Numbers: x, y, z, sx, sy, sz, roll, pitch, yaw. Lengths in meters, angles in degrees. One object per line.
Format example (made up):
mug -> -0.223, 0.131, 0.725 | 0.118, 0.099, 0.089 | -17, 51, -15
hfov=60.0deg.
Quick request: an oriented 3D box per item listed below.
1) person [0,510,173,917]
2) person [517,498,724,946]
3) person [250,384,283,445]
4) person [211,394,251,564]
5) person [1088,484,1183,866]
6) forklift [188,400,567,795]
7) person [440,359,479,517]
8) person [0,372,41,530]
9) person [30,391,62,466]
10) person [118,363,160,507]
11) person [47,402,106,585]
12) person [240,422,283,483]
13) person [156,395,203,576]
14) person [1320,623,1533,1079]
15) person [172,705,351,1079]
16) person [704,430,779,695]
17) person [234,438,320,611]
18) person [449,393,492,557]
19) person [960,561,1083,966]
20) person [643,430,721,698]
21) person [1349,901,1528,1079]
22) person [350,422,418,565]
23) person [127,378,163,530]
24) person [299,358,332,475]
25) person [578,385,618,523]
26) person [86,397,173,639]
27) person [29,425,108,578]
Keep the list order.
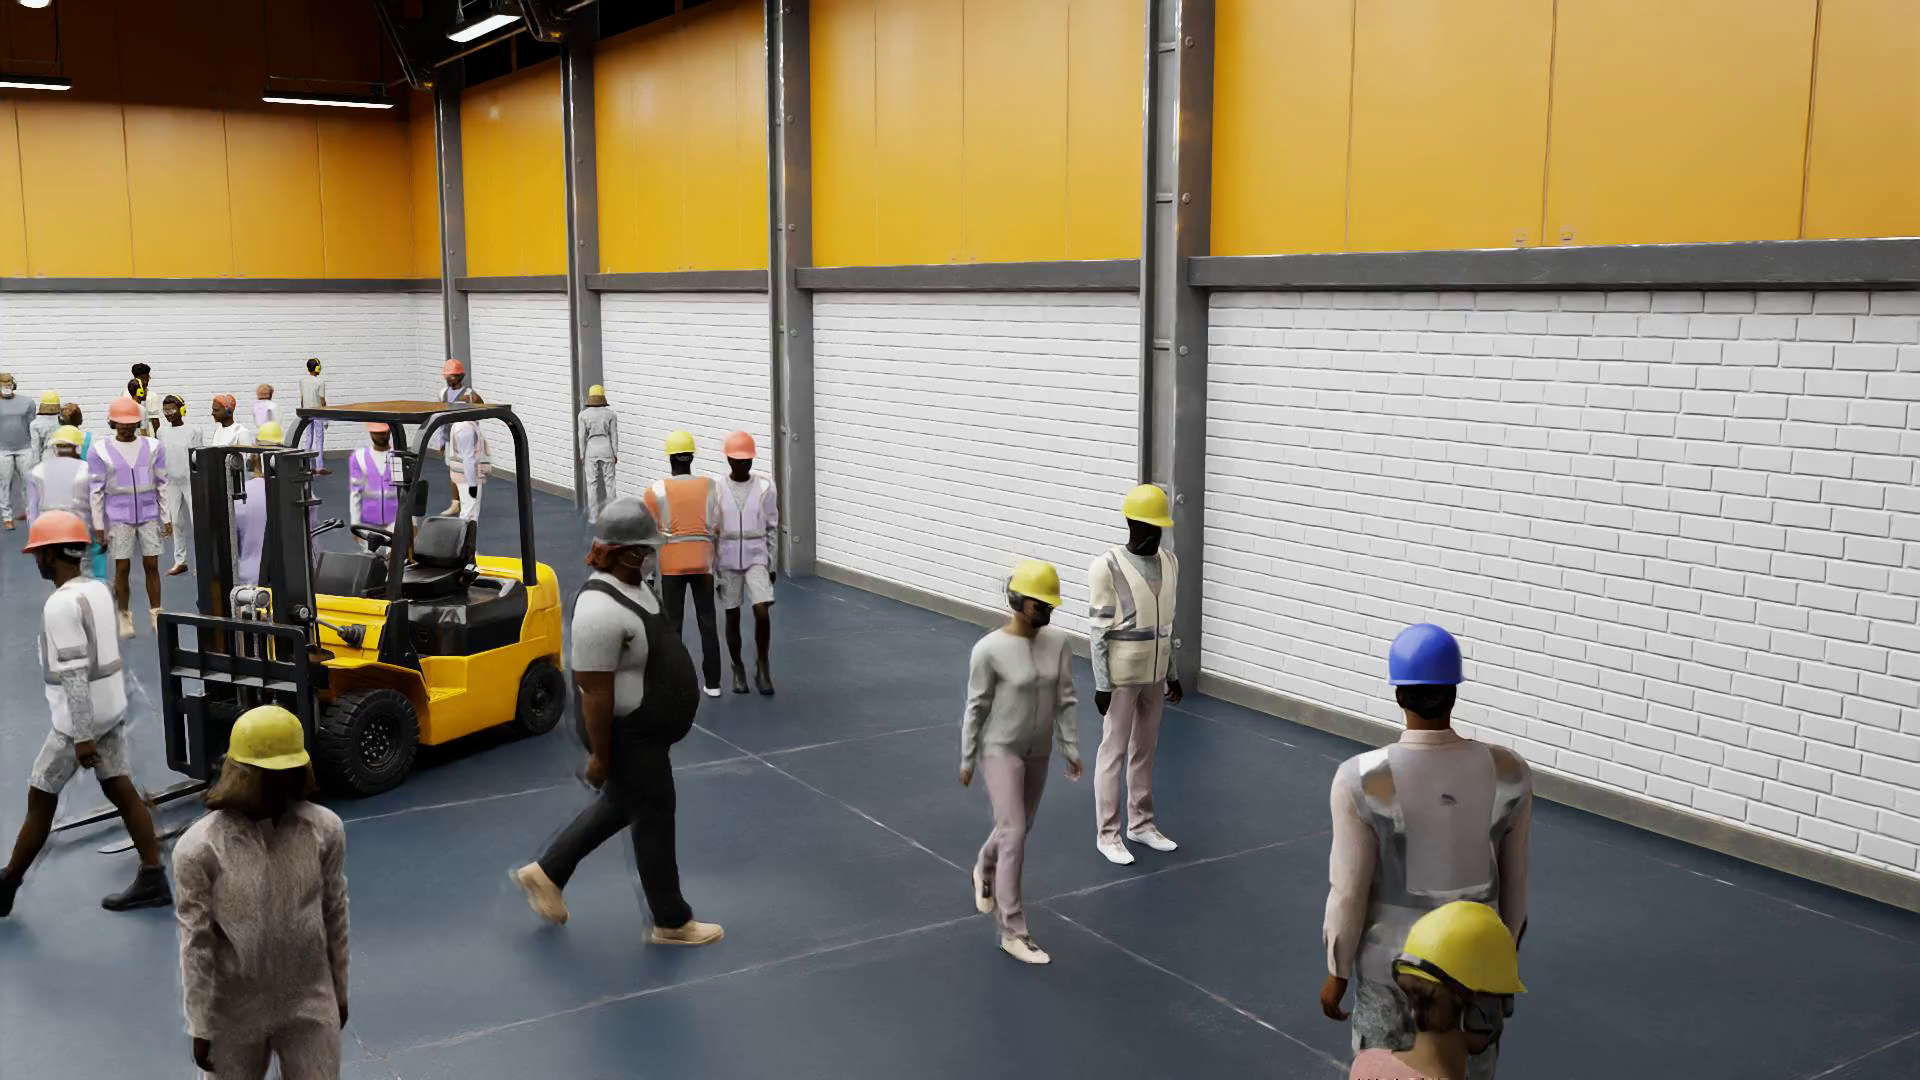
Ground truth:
person -> -4.170, 0.812, 7.669 | 0.981, 1.879, 0.567 | -1, 9, -8
person -> -1.541, 0.782, 7.334 | 0.883, 2.000, 0.677 | 0, 8, -3
person -> -9.574, -1.349, 23.068 | 0.527, 1.624, 0.383 | 3, 9, 20
person -> -7.249, -0.511, 16.575 | 0.583, 1.882, 0.337 | 6, 11, 37
person -> 0.910, 0.670, 8.474 | 0.585, 1.925, 0.373 | -7, 11, -39
forklift -> -3.529, 0.258, 10.348 | 1.214, 2.155, 2.313 | 4, 9, 25
person -> -6.445, -1.294, 21.321 | 0.607, 2.043, 0.384 | 4, 9, 25
person -> -11.554, -1.077, 20.261 | 0.641, 1.927, 0.386 | -7, 11, -41
person -> -10.612, -0.878, 19.519 | 0.483, 1.745, 0.305 | -6, 10, -34
person -> -10.973, -1.398, 22.323 | 0.599, 1.958, 0.375 | 2, 9, 16
person -> -8.462, -0.399, 15.947 | 0.345, 1.847, 0.506 | 6, 10, 33
person -> -6.097, -0.182, 14.775 | 0.547, 1.751, 0.423 | -7, 11, -39
person -> -7.930, -0.554, 16.956 | 0.512, 1.861, 0.325 | 1, 8, 4
person -> 1.335, 1.206, 4.807 | 0.602, 1.941, 0.402 | -1, 9, -7
person -> -2.013, 1.307, 4.824 | 0.489, 1.724, 0.643 | -7, 11, -40
person -> -1.555, 0.175, 11.823 | 0.552, 1.912, 0.615 | -2, 9, -10
person -> -4.568, 0.293, 11.032 | 0.633, 1.931, 0.387 | -5, 10, -32
person -> -5.152, -0.629, 17.540 | 0.429, 1.837, 0.633 | -3, 9, -19
person -> 0.222, 0.925, 7.437 | 0.520, 1.725, 0.800 | -7, 11, -38
person -> -1.952, 0.182, 11.805 | 0.593, 1.918, 0.406 | -3, 9, -20
person -> 0.810, 1.562, 3.154 | 0.721, 1.726, 0.570 | -3, 9, -17
person -> -5.020, -0.212, 14.518 | 0.548, 1.901, 0.931 | -2, 9, -14
person -> -9.936, -1.027, 20.150 | 0.513, 1.861, 0.338 | 7, 11, 39
person -> -10.230, -1.947, 26.374 | 0.502, 1.856, 0.328 | 3, 9, 19
person -> -4.534, -1.077, 20.890 | 0.485, 1.734, 0.322 | -2, 9, -11
person -> -6.920, -0.185, 13.908 | 0.611, 2.030, 0.410 | -7, 11, -39
person -> -7.450, -0.050, 13.827 | 0.611, 1.794, 0.798 | 0, 8, 0
